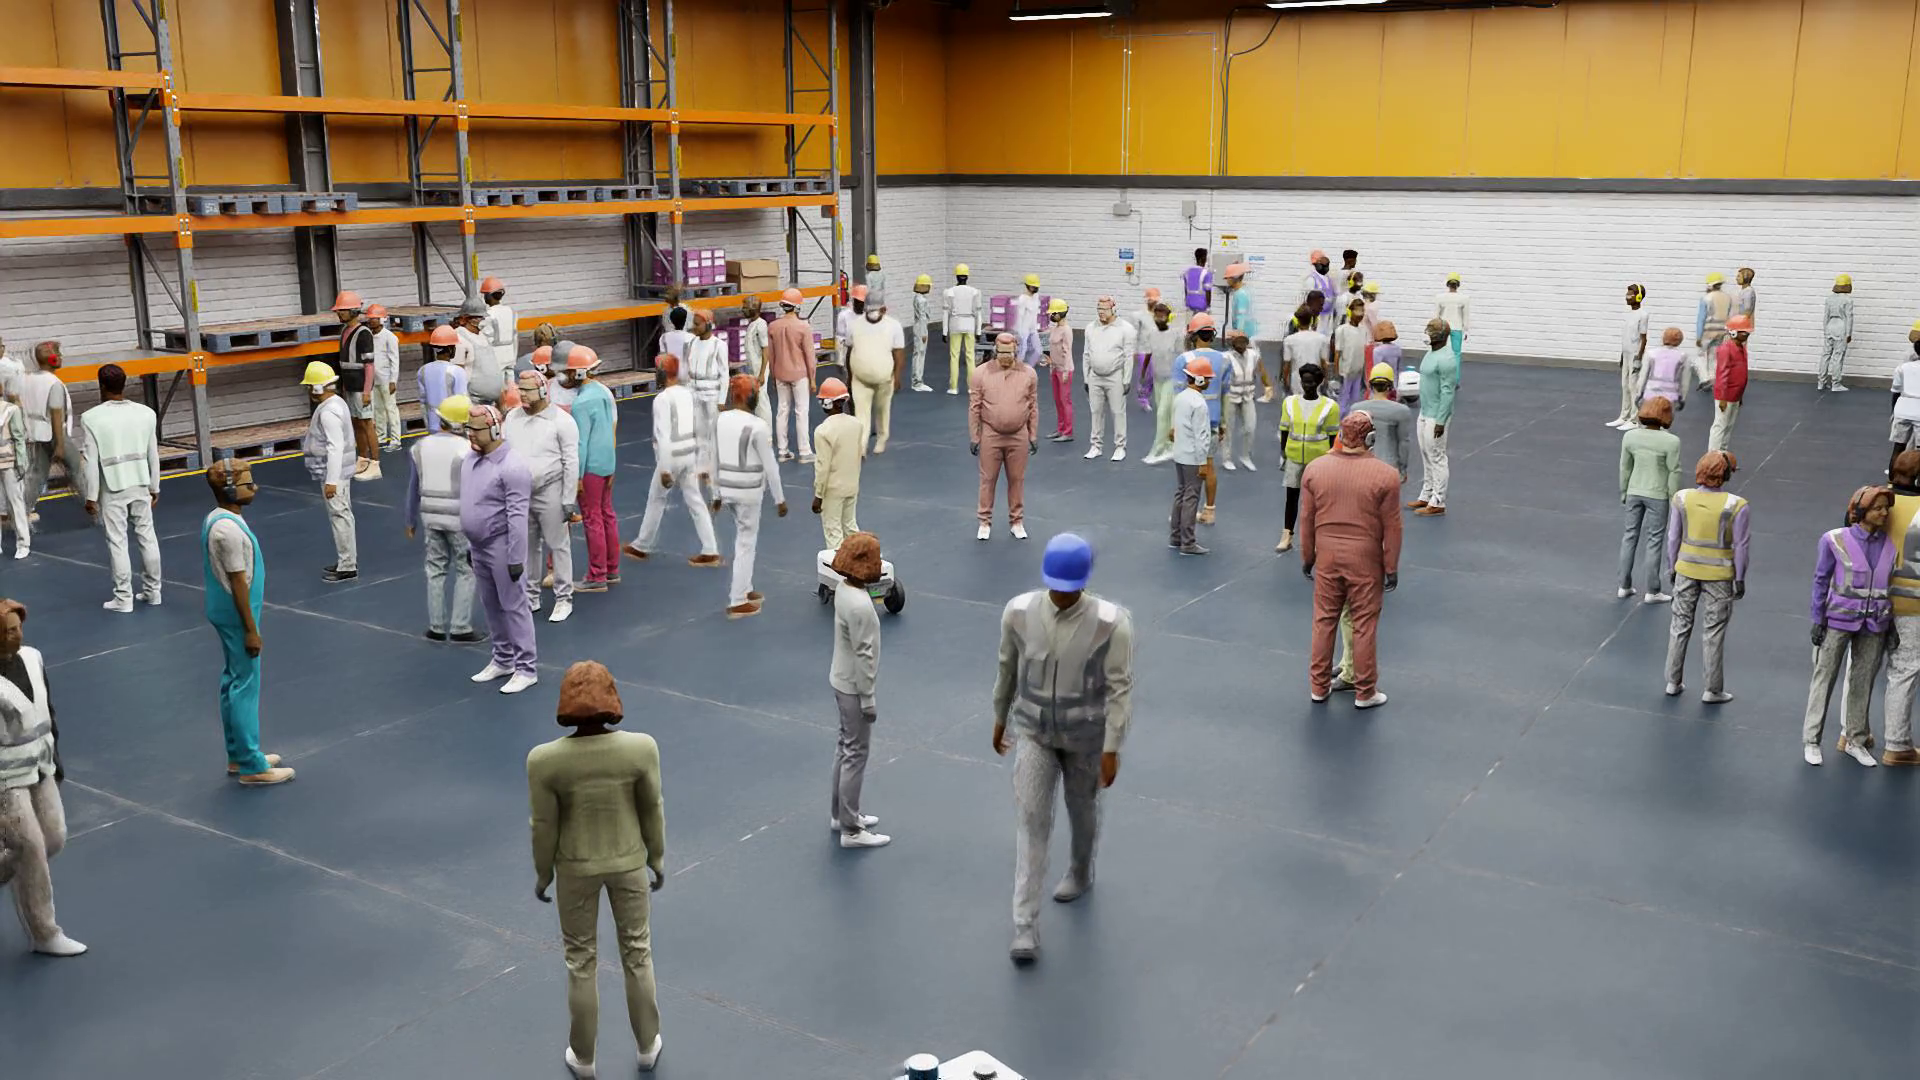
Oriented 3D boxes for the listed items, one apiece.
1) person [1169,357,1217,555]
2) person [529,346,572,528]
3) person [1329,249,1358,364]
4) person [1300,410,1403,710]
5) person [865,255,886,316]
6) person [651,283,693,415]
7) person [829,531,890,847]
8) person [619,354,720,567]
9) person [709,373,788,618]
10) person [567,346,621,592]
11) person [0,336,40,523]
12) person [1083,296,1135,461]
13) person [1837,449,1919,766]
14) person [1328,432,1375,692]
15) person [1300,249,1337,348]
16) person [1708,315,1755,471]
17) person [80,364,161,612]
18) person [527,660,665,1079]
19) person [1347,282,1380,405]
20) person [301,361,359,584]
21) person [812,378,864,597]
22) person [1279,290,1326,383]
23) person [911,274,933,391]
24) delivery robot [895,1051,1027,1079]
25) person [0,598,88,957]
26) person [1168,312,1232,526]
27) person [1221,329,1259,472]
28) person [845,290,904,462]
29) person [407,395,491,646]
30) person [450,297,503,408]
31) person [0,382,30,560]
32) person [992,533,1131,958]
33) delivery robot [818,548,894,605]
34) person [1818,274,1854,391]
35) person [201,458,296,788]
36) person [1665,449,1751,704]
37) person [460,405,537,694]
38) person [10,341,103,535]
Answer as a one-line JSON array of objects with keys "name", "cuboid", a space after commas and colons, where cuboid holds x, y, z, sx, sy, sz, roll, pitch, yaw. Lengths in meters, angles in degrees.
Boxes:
[{"name": "person", "cuboid": [2.078, -0.748, 14.707, 0.353, 1.742, 0.564, -2, 13, -11]}, {"name": "person", "cuboid": [-3.812, -0.923, 15.434, 0.330, 1.754, 0.564, 1, 13, 4]}, {"name": "person", "cuboid": [6.449, -3.897, 27.904, 0.386, 1.956, 0.604, -3, 13, -12]}, {"name": "person", "cuboid": [2.486, 0.122, 10.572, 0.646, 1.907, 0.401, 8, 15, 31]}, {"name": "person", "cuboid": [-1.537, -4.227, 29.792, 0.301, 1.745, 0.483, 11, 17, 39]}, {"name": "person", "cuboid": [-3.854, -2.504, 22.186, 0.532, 1.800, 0.921, 12, 18, 42]}, {"name": "person", "cuboid": [-0.520, 0.753, 8.455, 0.279, 1.625, 0.493, -2, 13, -11]}, {"name": "person", "cuboid": [-2.478, -0.678, 14.208, 1.001, 1.828, 0.603, 6, 14, 23]}, {"name": "person", "cuboid": [-1.569, -0.347, 12.687, 0.591, 1.872, 0.618, 11, 17, 41]}, {"name": "person", "cuboid": [-2.983, -0.574, 13.419, 0.407, 1.987, 0.615, 2, 13, 10]}, {"name": "person", "cuboid": [-9.122, -1.048, 15.784, 0.520, 1.842, 0.330, 0, 13, 2]}, {"name": "person", "cuboid": [1.692, -1.865, 19.218, 0.632, 1.899, 0.404, 7, 15, 29]}, {"name": "person", "cuboid": [5.408, 0.381, 9.606, 0.429, 1.834, 0.636, -7, 14, -26]}, {"name": "person", "cuboid": [2.543, 0.123, 10.904, 0.324, 1.750, 0.560, 4, 14, 17]}, {"name": "person", "cuboid": [6.072, -3.935, 28.060, 0.631, 1.958, 0.724, 6, 14, 24]}, {"name": "person", "cuboid": [8.553, -1.614, 18.434, 0.329, 1.753, 0.560, 12, 18, 42]}, {"name": "person", "cuboid": [-6.447, -0.401, 12.846, 0.387, 1.913, 0.592, 8, 15, 31]}, {"name": "person", "cuboid": [-1.361, 1.247, 6.289, 0.499, 1.633, 0.279, -4, 14, -17]}, {"name": "person", "cuboid": [5.680, -2.719, 23.260, 0.375, 1.764, 0.542, -4, 14, -18]}, {"name": "person", "cuboid": [-5.176, -0.558, 13.686, 0.404, 1.827, 0.601, -4, 13, -16]}, {"name": "person", "cuboid": [-0.999, -0.412, 13.262, 0.370, 1.751, 0.571, 8, 15, 31]}, {"name": "person", "cuboid": [4.202, -2.065, 20.120, 0.629, 1.878, 0.667, 12, 18, 42]}, {"name": "person", "cuboid": [-0.559, -3.109, 24.950, 0.325, 1.740, 0.492, -2, 13, -10]}, {"name": "delivery robot", "cuboid": [-0.121, 1.933, 5.472, 0.707, 0.478, 0.477, -10, 16, -37]}, {"name": "person", "cuboid": [-4.157, 1.033, 7.238, 0.556, 1.619, 0.526, 1, 13, 4]}, {"name": "person", "cuboid": [2.256, -1.130, 15.741, 0.614, 2.030, 0.409, -6, 14, -25]}, {"name": "person", "cuboid": [3.078, -1.547, 18.461, 0.532, 1.601, 0.529, -4, 14, -16]}, {"name": "person", "cuboid": [-0.993, -1.950, 19.264, 0.690, 2.000, 1.064, 0, 13, 2]}, {"name": "person", "cuboid": [-3.649, -0.139, 11.930, 0.683, 1.811, 0.422, 5, 14, 19]}, {"name": "person", "cuboid": [-5.090, -1.557, 17.560, 0.535, 2.000, 0.682, 3, 13, 12]}, {"name": "person", "cuboid": [-8.371, -0.640, 14.457, 0.513, 1.642, 0.311, 0, 13, -1]}, {"name": "person", "cuboid": [0.446, 0.853, 7.466, 0.644, 1.877, 1.004, 3, 13, 14]}, {"name": "delivery robot", "cuboid": [-0.813, 0.232, 12.851, 0.477, 0.478, 0.707, -8, 15, -31]}, {"name": "person", "cuboid": [13.172, -3.111, 24.947, 0.289, 1.746, 0.487, -5, 14, -21]}, {"name": "person", "cuboid": [-3.998, 0.455, 9.258, 0.343, 1.847, 0.506, -9, 15, -33]}, {"name": "person", "cuboid": [4.779, 0.236, 10.662, 0.307, 1.641, 0.513, -12, 17, -42]}, {"name": "person", "cuboid": [-3.056, 0.054, 10.894, 0.644, 1.901, 0.396, 12, 18, 43]}, {"name": "person", "cuboid": [-8.428, -0.948, 15.449, 0.577, 1.806, 0.970, 9, 16, 34]}]
